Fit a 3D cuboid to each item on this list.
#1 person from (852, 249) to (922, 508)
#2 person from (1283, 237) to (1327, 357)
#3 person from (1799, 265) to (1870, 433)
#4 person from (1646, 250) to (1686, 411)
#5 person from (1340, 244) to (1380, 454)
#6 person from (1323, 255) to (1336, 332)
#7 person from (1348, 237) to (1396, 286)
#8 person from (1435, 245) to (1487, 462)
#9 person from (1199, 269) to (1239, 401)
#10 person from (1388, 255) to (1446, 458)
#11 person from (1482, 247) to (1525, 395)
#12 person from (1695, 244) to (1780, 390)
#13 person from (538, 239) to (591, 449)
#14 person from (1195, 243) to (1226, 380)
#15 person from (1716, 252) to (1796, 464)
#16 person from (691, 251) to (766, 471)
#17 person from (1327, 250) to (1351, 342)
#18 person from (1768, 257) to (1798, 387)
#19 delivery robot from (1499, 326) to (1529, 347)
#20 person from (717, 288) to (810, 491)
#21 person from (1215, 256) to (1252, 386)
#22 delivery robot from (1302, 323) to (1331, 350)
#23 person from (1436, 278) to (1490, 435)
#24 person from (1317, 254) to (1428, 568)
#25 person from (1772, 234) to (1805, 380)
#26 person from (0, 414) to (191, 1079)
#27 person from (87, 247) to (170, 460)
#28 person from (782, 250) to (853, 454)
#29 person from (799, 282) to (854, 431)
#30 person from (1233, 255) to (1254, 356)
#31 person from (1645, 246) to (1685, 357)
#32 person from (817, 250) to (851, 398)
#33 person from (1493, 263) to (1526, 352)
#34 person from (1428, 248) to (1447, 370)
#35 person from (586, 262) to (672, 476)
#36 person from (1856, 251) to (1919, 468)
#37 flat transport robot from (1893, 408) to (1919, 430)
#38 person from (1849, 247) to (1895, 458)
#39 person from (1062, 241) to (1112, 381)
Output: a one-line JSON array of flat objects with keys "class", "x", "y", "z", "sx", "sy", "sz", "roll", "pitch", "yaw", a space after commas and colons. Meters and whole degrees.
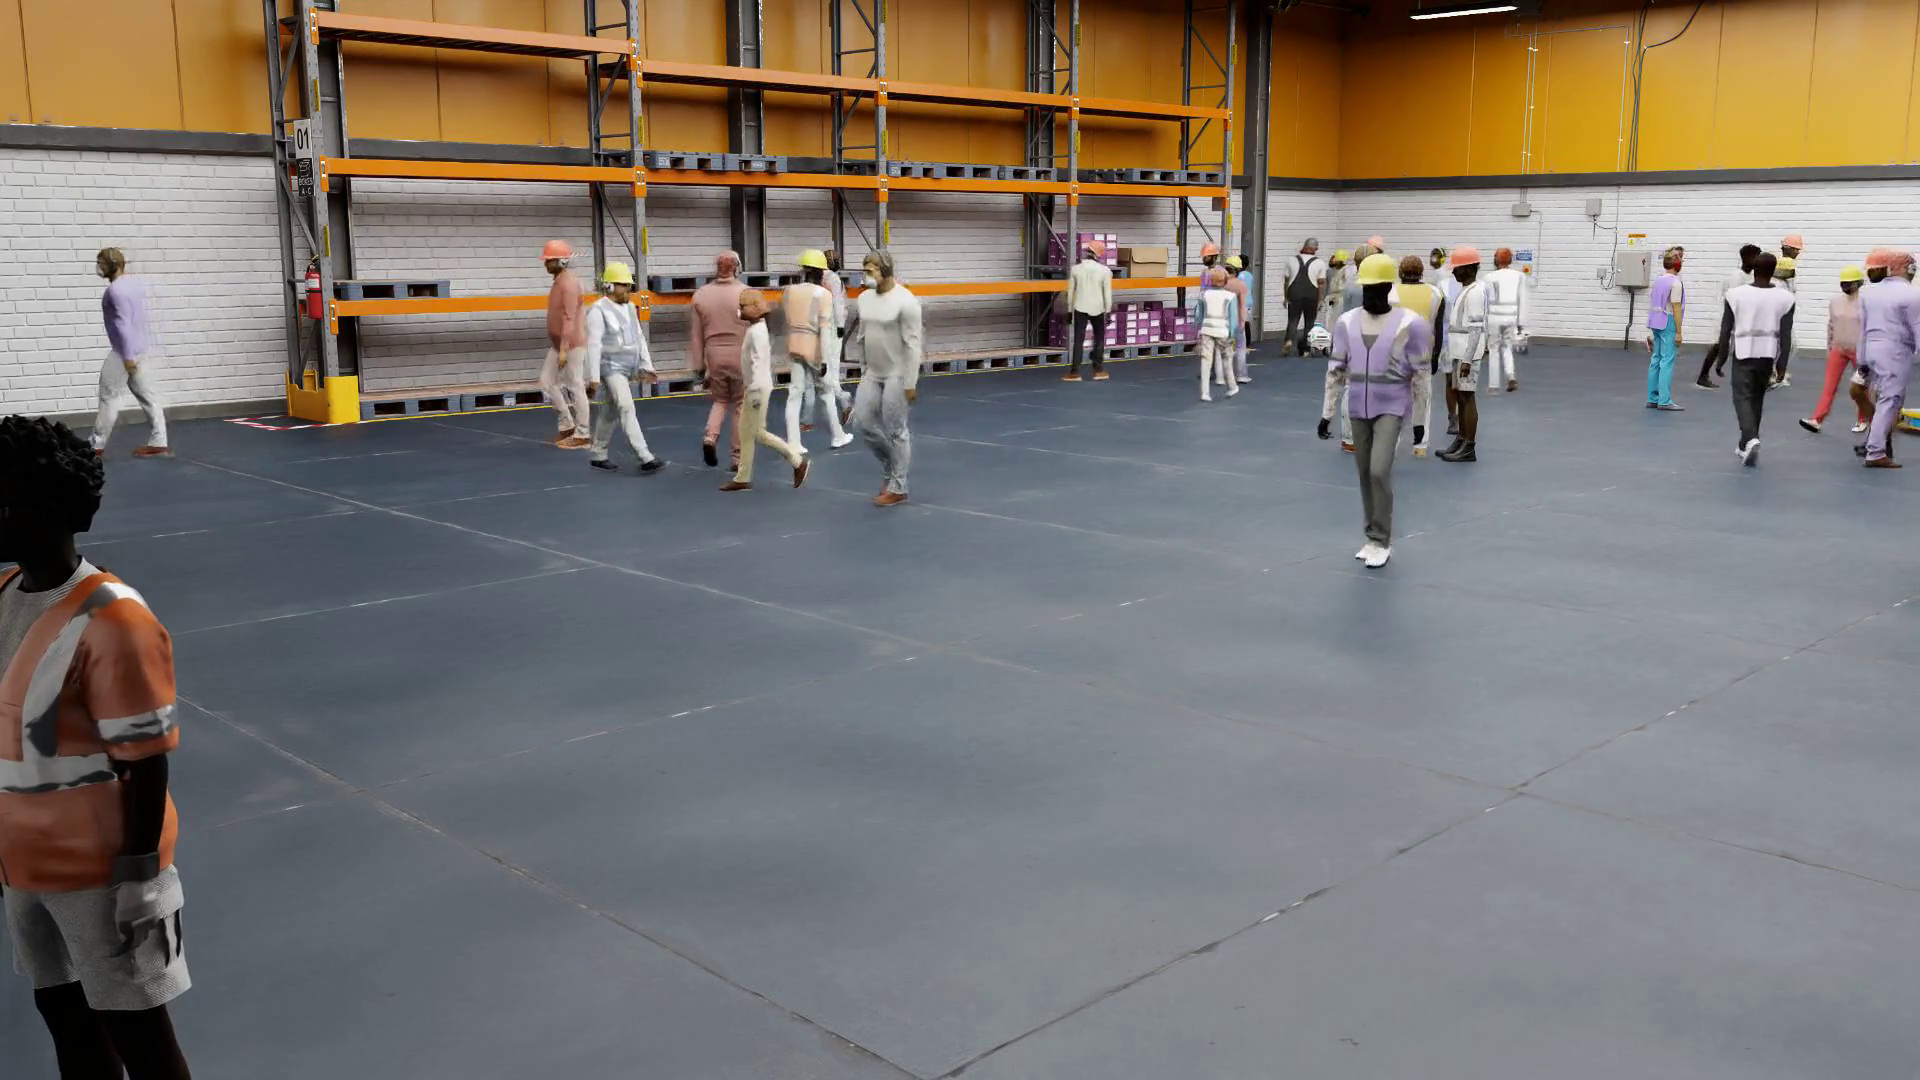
[{"class": "person", "x": -0.551, "y": -1.190, "z": 12.367, "sx": 0.656, "sy": 1.919, "sz": 0.446, "roll": 10, "pitch": 14, "yaw": 43}, {"class": "person", "x": 5.756, "y": -4.075, "z": 27.766, "sx": 0.709, "sy": 2.000, "sz": 0.696, "roll": 4, "pitch": 11, "yaw": 23}, {"class": "person", "x": 9.025, "y": -1.927, "z": 16.932, "sx": 0.945, "sy": 1.708, "sz": 0.536, "roll": -7, "pitch": 12, "yaw": -33}, {"class": "person", "x": 8.194, "y": -2.427, "z": 19.302, "sx": 0.390, "sy": 1.849, "sz": 0.565, "roll": -1, "pitch": 10, "yaw": -4}, {"class": "person", "x": 3.726, "y": -1.765, "z": 15.450, "sx": 0.373, "sy": 1.940, "sz": 0.628, "roll": 2, "pitch": 11, "yaw": 9}, {"class": "person", "x": 7.389, "y": -4.805, "z": 32.860, "sx": 0.499, "sy": 1.633, "sz": 0.289, "roll": 4, "pitch": 11, "yaw": 23}, {"class": "person", "x": 5.253, "y": -2.862, "z": 21.280, "sx": 0.633, "sy": 1.986, "sz": 1.040, "roll": 1, "pitch": 10, "yaw": 6}, {"class": "person", "x": 4.509, "y": -1.666, "z": 14.921, "sx": 0.362, "sy": 1.934, "sz": 0.543, "roll": 1, "pitch": 10, "yaw": 5}, {"class": "person", "x": 3.186, "y": -2.519, "z": 20.490, "sx": 0.518, "sy": 1.600, "sz": 0.836, "roll": 5, "pitch": 12, "yaw": 26}, {"class": "person", "x": 4.066, "y": -1.657, "z": 15.126, "sx": 0.622, "sy": 1.844, "sz": 0.429, "roll": -1, "pitch": 10, "yaw": -4}, {"class": "person", "x": 6.846, "y": -2.764, "z": 21.066, "sx": 0.599, "sy": 1.873, "sz": 0.424, "roll": -2, "pitch": 11, "yaw": -9}, {"class": "person", "x": 10.093, "y": -2.868, "z": 21.549, "sx": 0.608, "sy": 1.899, "sz": 1.046, "roll": -10, "pitch": 14, "yaw": -44}, {"class": "person", "x": -3.749, "y": -1.832, "z": 15.701, "sx": 0.522, "sy": 1.975, "sz": 0.613, "roll": -6, "pitch": 12, "yaw": -31}, {"class": "person", "x": 3.453, "y": -3.174, "z": 23.183, "sx": 0.629, "sy": 1.911, "sz": 0.584, "roll": -5, "pitch": 11, "yaw": -24}, {"class": "person", "x": 7.133, "y": -1.631, "z": 14.891, "sx": 0.588, "sy": 1.884, "sz": 0.928, "roll": 2, "pitch": 11, "yaw": 9}, {"class": "person", "x": -1.955, "y": -1.519, "z": 14.236, "sx": 0.647, "sy": 1.892, "sz": 0.480, "roll": 3, "pitch": 11, "yaw": 16}, {"class": "person", "x": 6.857, "y": -4.287, "z": 29.688, "sx": 0.914, "sy": 1.776, "sz": 0.670, "roll": 0, "pitch": 10, "yaw": 1}, {"class": "person", "x": 10.939, "y": -2.885, "z": 22.139, "sx": 0.490, "sy": 1.729, "sz": 0.458, "roll": -9, "pitch": 13, "yaw": -39}, {"class": "delivery robot", "x": 9.287, "y": -3.471, "z": 28.269, "sx": 0.707, "sy": 0.478, "sz": 0.477, "roll": 8, "pitch": 13, "yaw": 38}, {"class": "person", "x": -1.565, "y": -1.172, "z": 13.104, "sx": 0.687, "sy": 1.615, "sz": 0.518, "roll": -2, "pitch": 11, "yaw": -9}, {"class": "person", "x": 3.707, "y": -2.967, "z": 22.563, "sx": 0.528, "sy": 1.740, "sz": 0.771, "roll": 7, "pitch": 13, "yaw": 34}, {"class": "delivery robot", "x": 5.967, "y": -3.389, "z": 27.824, "sx": 0.477, "sy": 0.478, "sz": 0.707, "roll": 0, "pitch": 10, "yaw": -2}, {"class": "person", "x": 5.031, "y": -1.999, "z": 16.771, "sx": 0.557, "sy": 1.914, "sz": 0.615, "roll": 4, "pitch": 11, "yaw": 20}, {"class": "person", "x": 2.520, "y": -0.787, "z": 10.220, "sx": 0.603, "sy": 1.905, "sz": 0.712, "roll": 9, "pitch": 14, "yaw": 42}, {"class": "person", "x": 11.605, "y": -3.272, "z": 23.408, "sx": 0.389, "sy": 2.034, "sz": 0.605, "roll": 5, "pitch": 11, "yaw": 24}, {"class": "person", "x": -1.690, "y": 0.607, "z": 3.173, "sx": 0.540, "sy": 1.696, "sz": 0.316, "roll": 6, "pitch": 12, "yaw": 31}, {"class": "person", "x": -7.664, "y": -1.666, "z": 14.987, "sx": 0.930, "sy": 1.903, "sz": 0.659, "roll": -3, "pitch": 11, "yaw": -15}, {"class": "person", "x": -1.354, "y": -1.753, "z": 15.543, "sx": 0.591, "sy": 1.882, "sz": 0.927, "roll": 6, "pitch": 12, "yaw": 29}, {"class": "person", "x": -1.444, "y": -1.939, "z": 17.291, "sx": 0.738, "sy": 1.606, "sz": 0.500, "roll": -5, "pitch": 11, "yaw": -24}, {"class": "person", "x": 4.751, "y": -3.954, "z": 28.043, "sx": 0.320, "sy": 1.698, "sz": 0.531, "roll": 7, "pitch": 13, "yaw": 34}, {"class": "person", "x": 11.842, "y": -3.986, "z": 27.808, "sx": 0.511, "sy": 1.856, "sz": 0.703, "roll": -8, "pitch": 13, "yaw": -37}, {"class": "person", "x": -1.612, "y": -2.701, "z": 20.816, "sx": 0.429, "sy": 1.842, "sz": 0.636, "roll": -6, "pitch": 12, "yaw": -32}, {"class": "person", "x": 9.462, "y": -4.063, "z": 28.968, "sx": 0.937, "sy": 1.572, "sz": 0.494, "roll": 2, "pitch": 11, "yaw": 10}, {"class": "person", "x": 7.139, "y": -3.447, "z": 24.906, "sx": 0.442, "sy": 1.835, "sz": 0.558, "roll": 0, "pitch": 10, "yaw": -2}, {"class": "person", "x": -2.803, "y": -1.437, "z": 14.053, "sx": 0.931, "sy": 1.781, "sz": 0.595, "roll": 3, "pitch": 11, "yaw": 18}, {"class": "person", "x": 8.160, "y": -1.560, "z": 14.491, "sx": 0.535, "sy": 1.880, "sz": 0.675, "roll": 0, "pitch": 10, "yaw": -3}, {"class": "flat transport robot", "x": 10.031, "y": -1.179, "z": 16.800, "sx": 0.652, "sy": 0.197, "sz": 1.431, "roll": 0, "pitch": 10, "yaw": 2}, {"class": "person", "x": 8.318, "y": -1.684, "z": 15.072, "sx": 0.489, "sy": 1.913, "sz": 0.549, "roll": 2, "pitch": 11, "yaw": 13}, {"class": "person", "x": 1.792, "y": -3.198, "z": 23.282, "sx": 0.663, "sy": 1.943, "sz": 0.710, "roll": 3, "pitch": 11, "yaw": 14}]
